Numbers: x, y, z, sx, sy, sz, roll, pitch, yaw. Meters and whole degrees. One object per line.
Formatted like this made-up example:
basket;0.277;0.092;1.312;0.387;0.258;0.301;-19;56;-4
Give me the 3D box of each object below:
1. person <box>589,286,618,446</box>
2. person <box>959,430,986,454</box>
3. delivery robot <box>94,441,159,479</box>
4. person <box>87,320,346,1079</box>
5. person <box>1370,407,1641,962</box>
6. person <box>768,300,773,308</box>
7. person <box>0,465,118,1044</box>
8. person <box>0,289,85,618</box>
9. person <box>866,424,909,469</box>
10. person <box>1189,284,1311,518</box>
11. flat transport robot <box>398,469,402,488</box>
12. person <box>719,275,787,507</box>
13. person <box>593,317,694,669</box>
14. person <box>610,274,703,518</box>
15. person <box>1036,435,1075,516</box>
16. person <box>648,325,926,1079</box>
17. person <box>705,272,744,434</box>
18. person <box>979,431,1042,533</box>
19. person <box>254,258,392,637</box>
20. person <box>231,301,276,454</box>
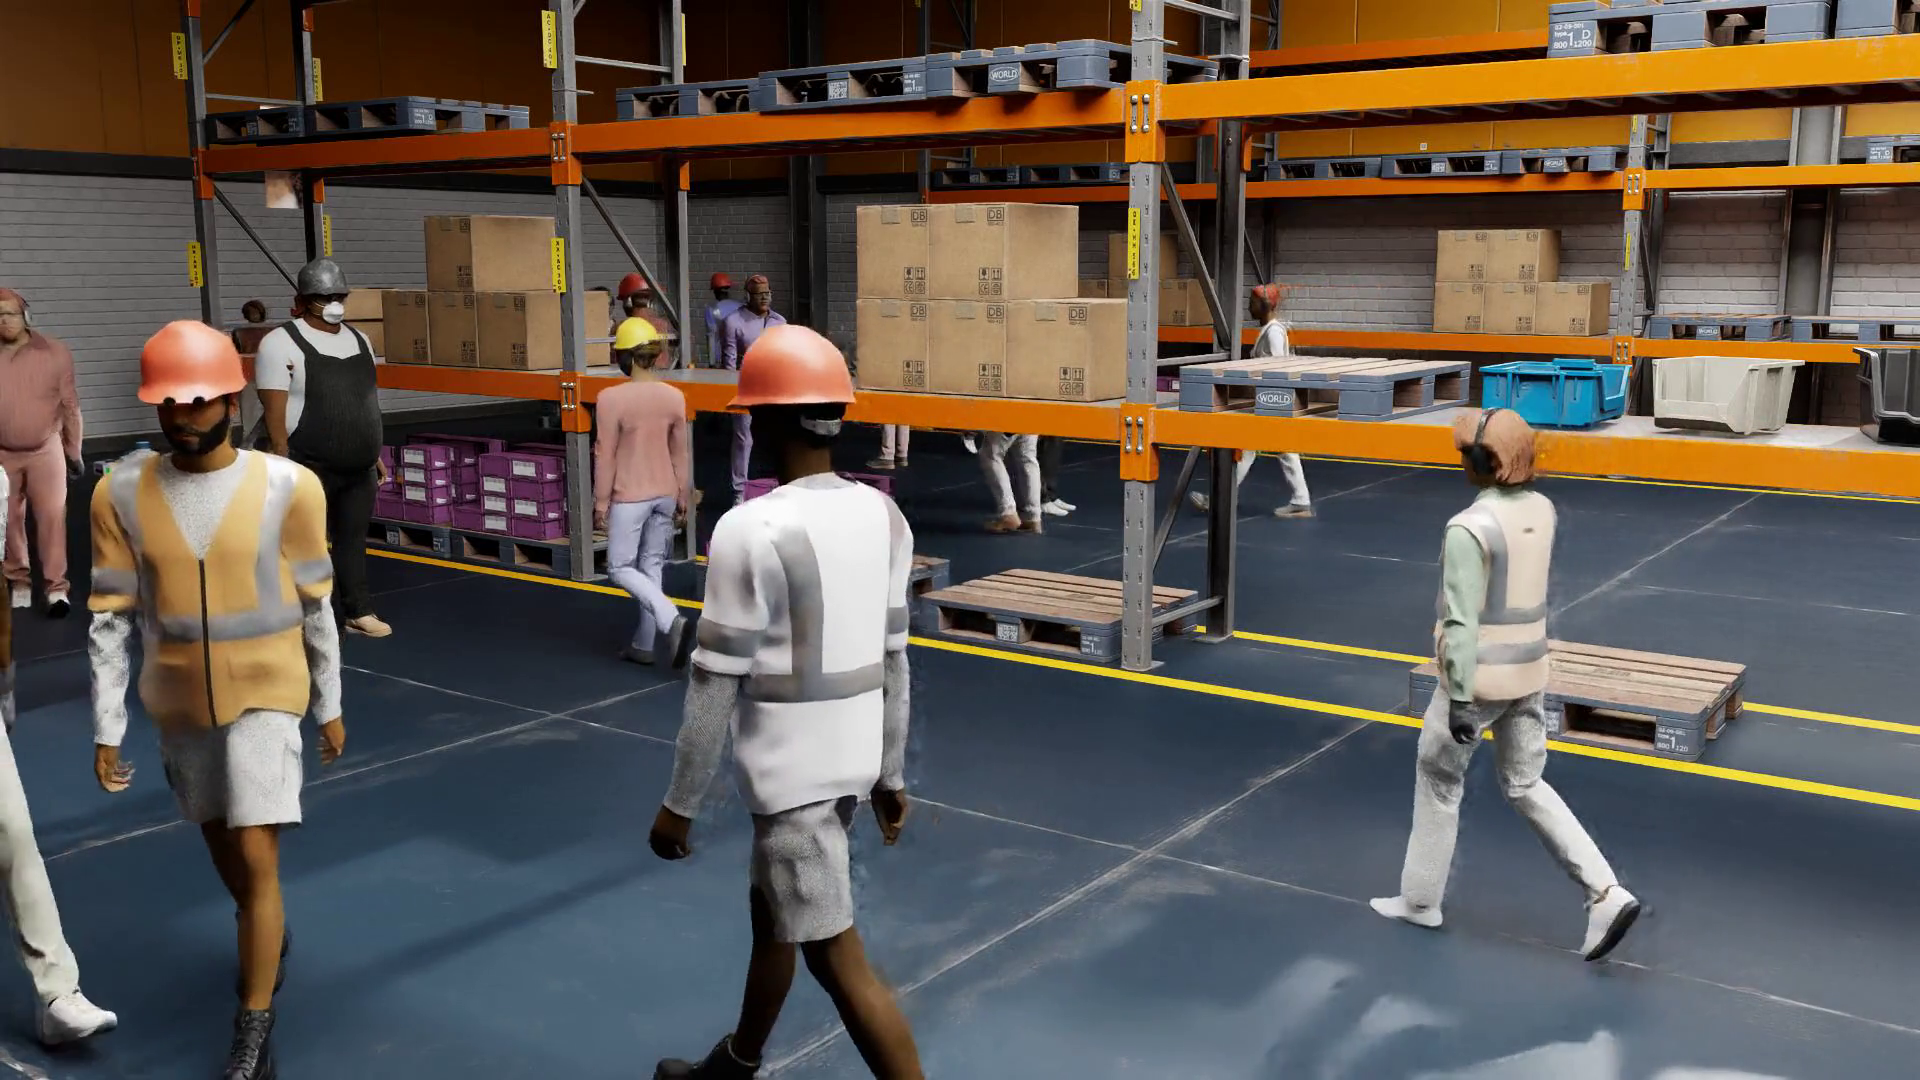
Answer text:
person;-3.322;-1.423;15.246;0.898;1.809;0.529;4;10;22
person;0.299;-1.807;17.200;0.431;1.911;0.599;7;12;34
delivery robot;-6.608;-0.555;13.485;0.707;0.478;0.477;-9;13;-43
person;-1.874;0.383;4.232;0.562;1.891;0.995;-2;10;-10
person;1.590;0.417;4.826;0.517;1.612;0.751;-7;12;-37
person;-2.394;-2.054;19.537;0.477;1.619;0.510;0;10;1
person;-2.541;0.418;4.172;0.897;1.834;0.522;8;12;38
person;-5.341;-0.478;9.444;0.670;1.855;0.976;-6;11;-30
person;-0.699;-1.691;16.248;0.382;1.995;0.612;5;11;30
person;2.331;-1.081;13.079;0.989;1.829;0.605;2;10;10
flat transport robot;-4.269;-0.515;14.368;1.431;0.197;0.652;-3;10;-18
person;-1.616;-1.173;13.423;0.651;1.906;0.402;-8;13;-41
person;-1.518;-0.210;8.129;0.613;1.748;0.533;8;13;40
person;-2.260;-1.016;12.427;0.946;1.942;0.635;8;12;39
person;0.722;-1.155;13.320;0.389;1.910;0.603;3;10;17
person;-0.320;0.488;3.600;0.982;1.897;0.561;6;11;31
person;-2.667;-2.128;19.154;0.558;1.907;0.951;-6;11;-33
person;0.373;-0.945;12.317;0.555;1.821;0.654;4;10;21
person;-3.287;-0.456;8.755;0.536;2.000;0.672;6;11;33
person;-7.086;-1.590;16.757;0.531;1.606;0.765;-1;10;-5
